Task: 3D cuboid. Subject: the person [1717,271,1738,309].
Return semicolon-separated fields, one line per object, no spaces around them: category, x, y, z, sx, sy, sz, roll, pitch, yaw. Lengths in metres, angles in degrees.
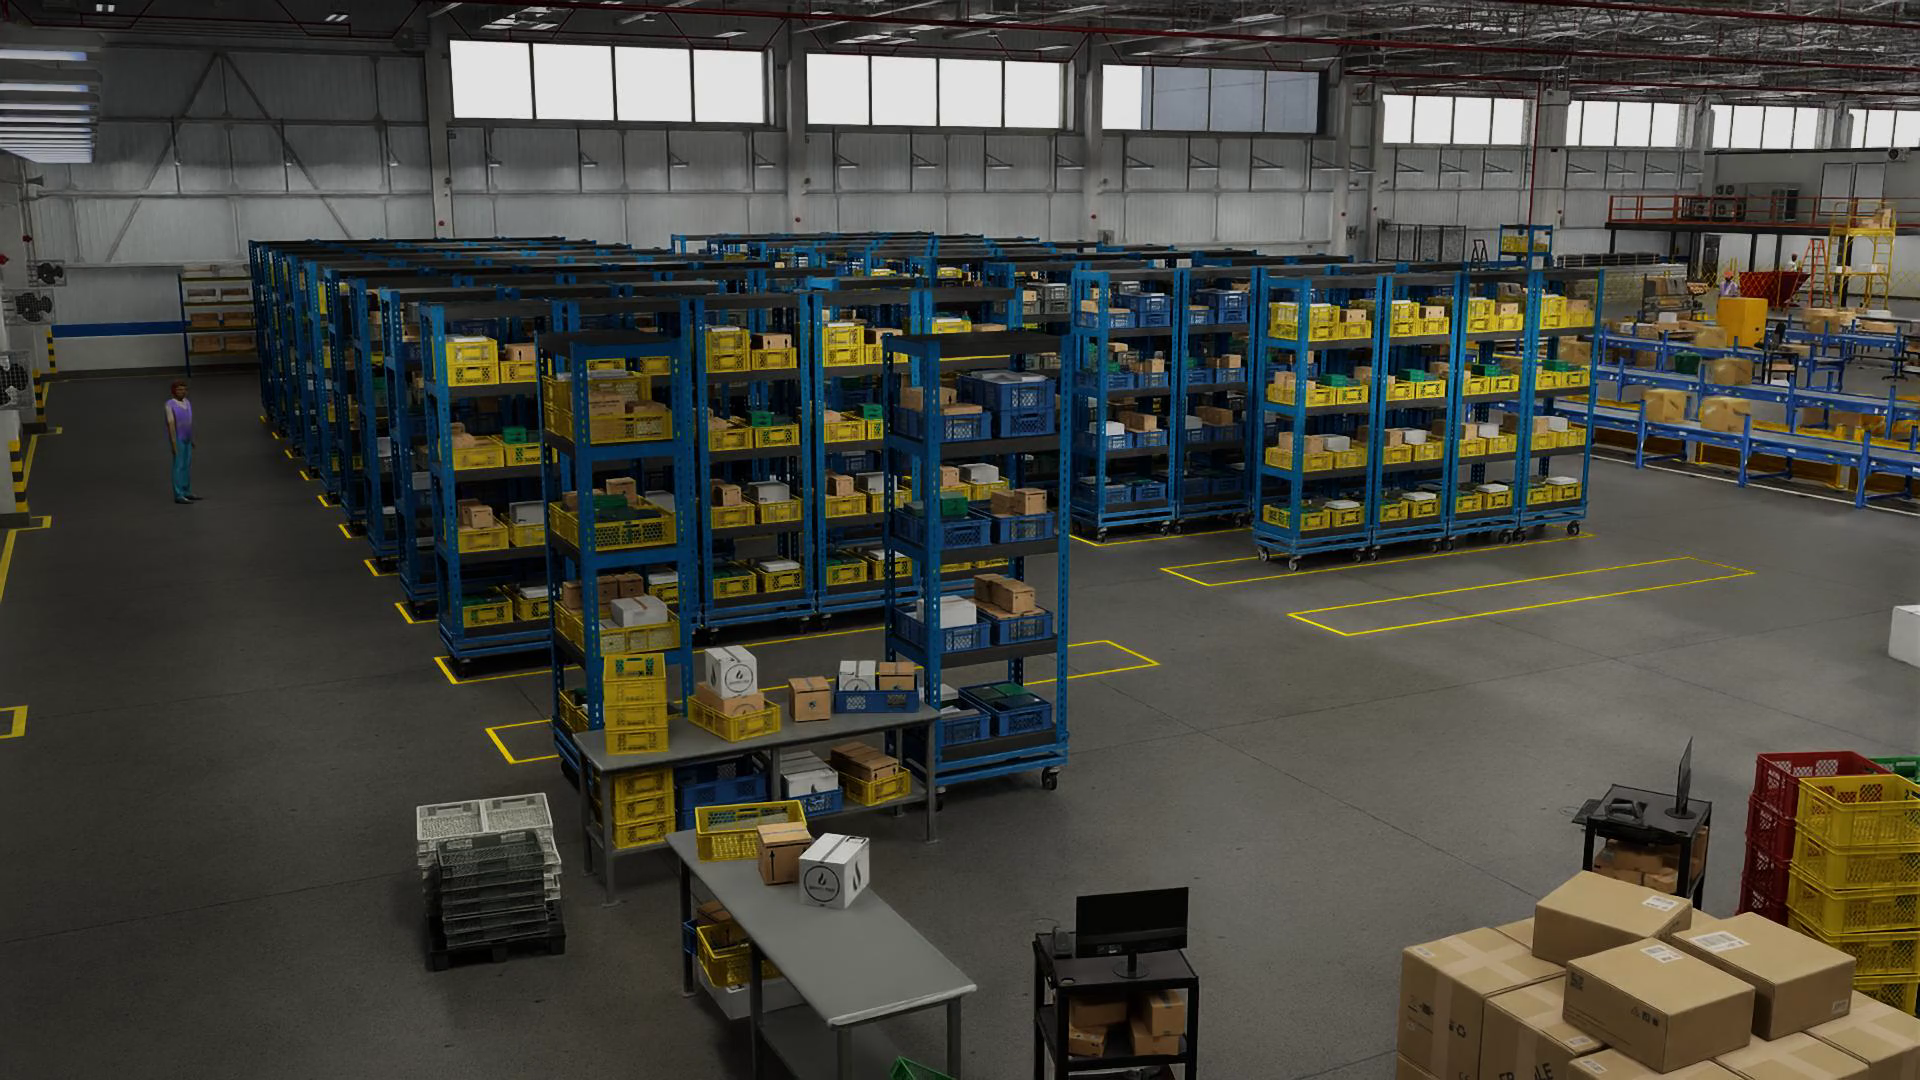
person;24.081;-7.443;52.299;0.377;2.041;0.615;-7;14;-30

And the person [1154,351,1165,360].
person;5.307;-5.559;43.839;0.687;1.883;0.649;5;13;22

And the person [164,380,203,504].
person;-11.631;-1.468;24.827;0.396;1.841;0.565;1;12;3

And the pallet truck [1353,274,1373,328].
pallet truck;13.011;-8.050;55.243;0.823;1.965;1.885;-7;14;-28

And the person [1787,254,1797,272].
person;34.436;-10.910;68.887;0.354;1.884;0.572;10;15;38
